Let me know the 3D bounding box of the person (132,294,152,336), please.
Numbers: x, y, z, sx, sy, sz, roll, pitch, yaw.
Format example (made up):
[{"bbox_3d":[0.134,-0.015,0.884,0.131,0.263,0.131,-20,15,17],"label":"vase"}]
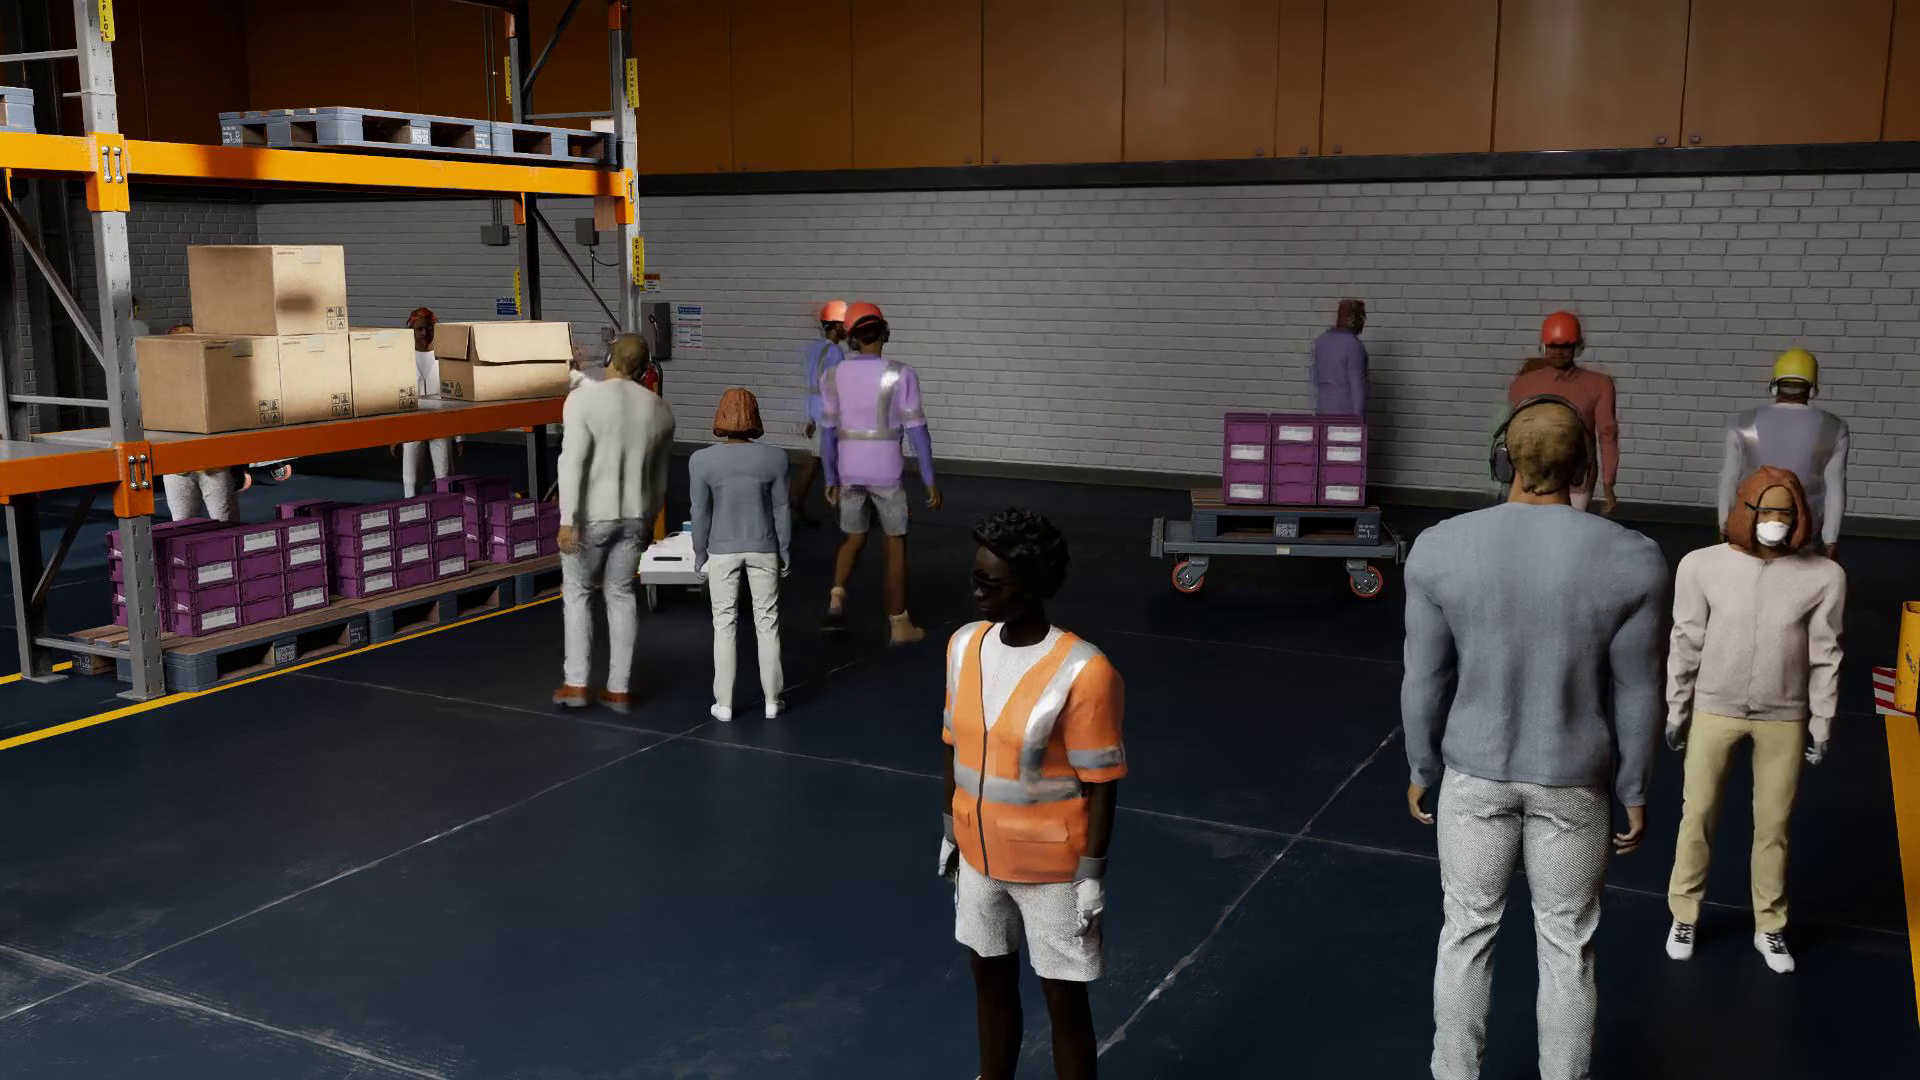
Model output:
[{"bbox_3d":[-9.255,-1.855,18.678,0.531,1.848,0.687,3,10,15],"label":"person"}]

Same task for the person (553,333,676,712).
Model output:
[{"bbox_3d":[-1.739,-0.090,8.355,0.717,1.880,0.493,-8,13,-38],"label":"person"}]

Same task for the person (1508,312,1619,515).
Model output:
[{"bbox_3d":[3.521,-0.361,9.762,0.623,1.940,1.025,3,10,19],"label":"person"}]

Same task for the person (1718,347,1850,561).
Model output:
[{"bbox_3d":[4.267,-0.103,8.660,0.601,1.800,0.871,6,11,30],"label":"person"}]

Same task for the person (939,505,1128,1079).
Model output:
[{"bbox_3d":[0.152,0.756,3.984,0.538,1.698,0.319,9,13,43],"label":"person"}]

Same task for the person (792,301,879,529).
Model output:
[{"bbox_3d":[-1.022,-1.029,13.801,1.000,1.883,0.553,-3,10,-15],"label":"person"}]

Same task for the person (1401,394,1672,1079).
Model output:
[{"bbox_3d":[1.426,0.600,4.198,0.630,1.940,0.372,4,11,22],"label":"person"}]

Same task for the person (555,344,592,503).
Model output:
[{"bbox_3d":[-3.004,-0.763,13.120,0.890,1.576,0.578,-7,12,-35],"label":"person"}]

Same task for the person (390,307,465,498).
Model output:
[{"bbox_3d":[-4.000,-0.798,12.499,0.568,1.874,0.352,-4,10,-19],"label":"person"}]

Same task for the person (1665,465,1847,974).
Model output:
[{"bbox_3d":[2.505,0.569,5.288,0.501,1.627,0.285,3,10,19],"label":"person"}]

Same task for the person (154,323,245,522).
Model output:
[{"bbox_3d":[-4.901,-0.469,10.695,0.625,1.837,0.429,-1,10,-4],"label":"person"}]

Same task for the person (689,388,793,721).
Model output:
[{"bbox_3d":[-1.062,0.075,8.117,0.498,1.633,0.285,-2,10,-11],"label":"person"}]

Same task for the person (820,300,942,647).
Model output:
[{"bbox_3d":[-0.483,-0.359,9.560,0.758,2.012,0.601,5,11,26],"label":"person"}]

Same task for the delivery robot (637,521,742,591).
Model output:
[{"bbox_3d":[-1.730,0.121,10.702,0.707,0.478,0.477,0,10,1],"label":"delivery robot"}]

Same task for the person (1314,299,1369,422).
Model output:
[{"bbox_3d":[3.189,-1.040,13.849,0.403,1.896,0.699,-4,10,-20],"label":"person"}]

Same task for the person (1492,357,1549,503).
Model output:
[{"bbox_3d":[3.678,-0.367,10.717,0.500,1.619,0.377,-2,10,-14],"label":"person"}]
